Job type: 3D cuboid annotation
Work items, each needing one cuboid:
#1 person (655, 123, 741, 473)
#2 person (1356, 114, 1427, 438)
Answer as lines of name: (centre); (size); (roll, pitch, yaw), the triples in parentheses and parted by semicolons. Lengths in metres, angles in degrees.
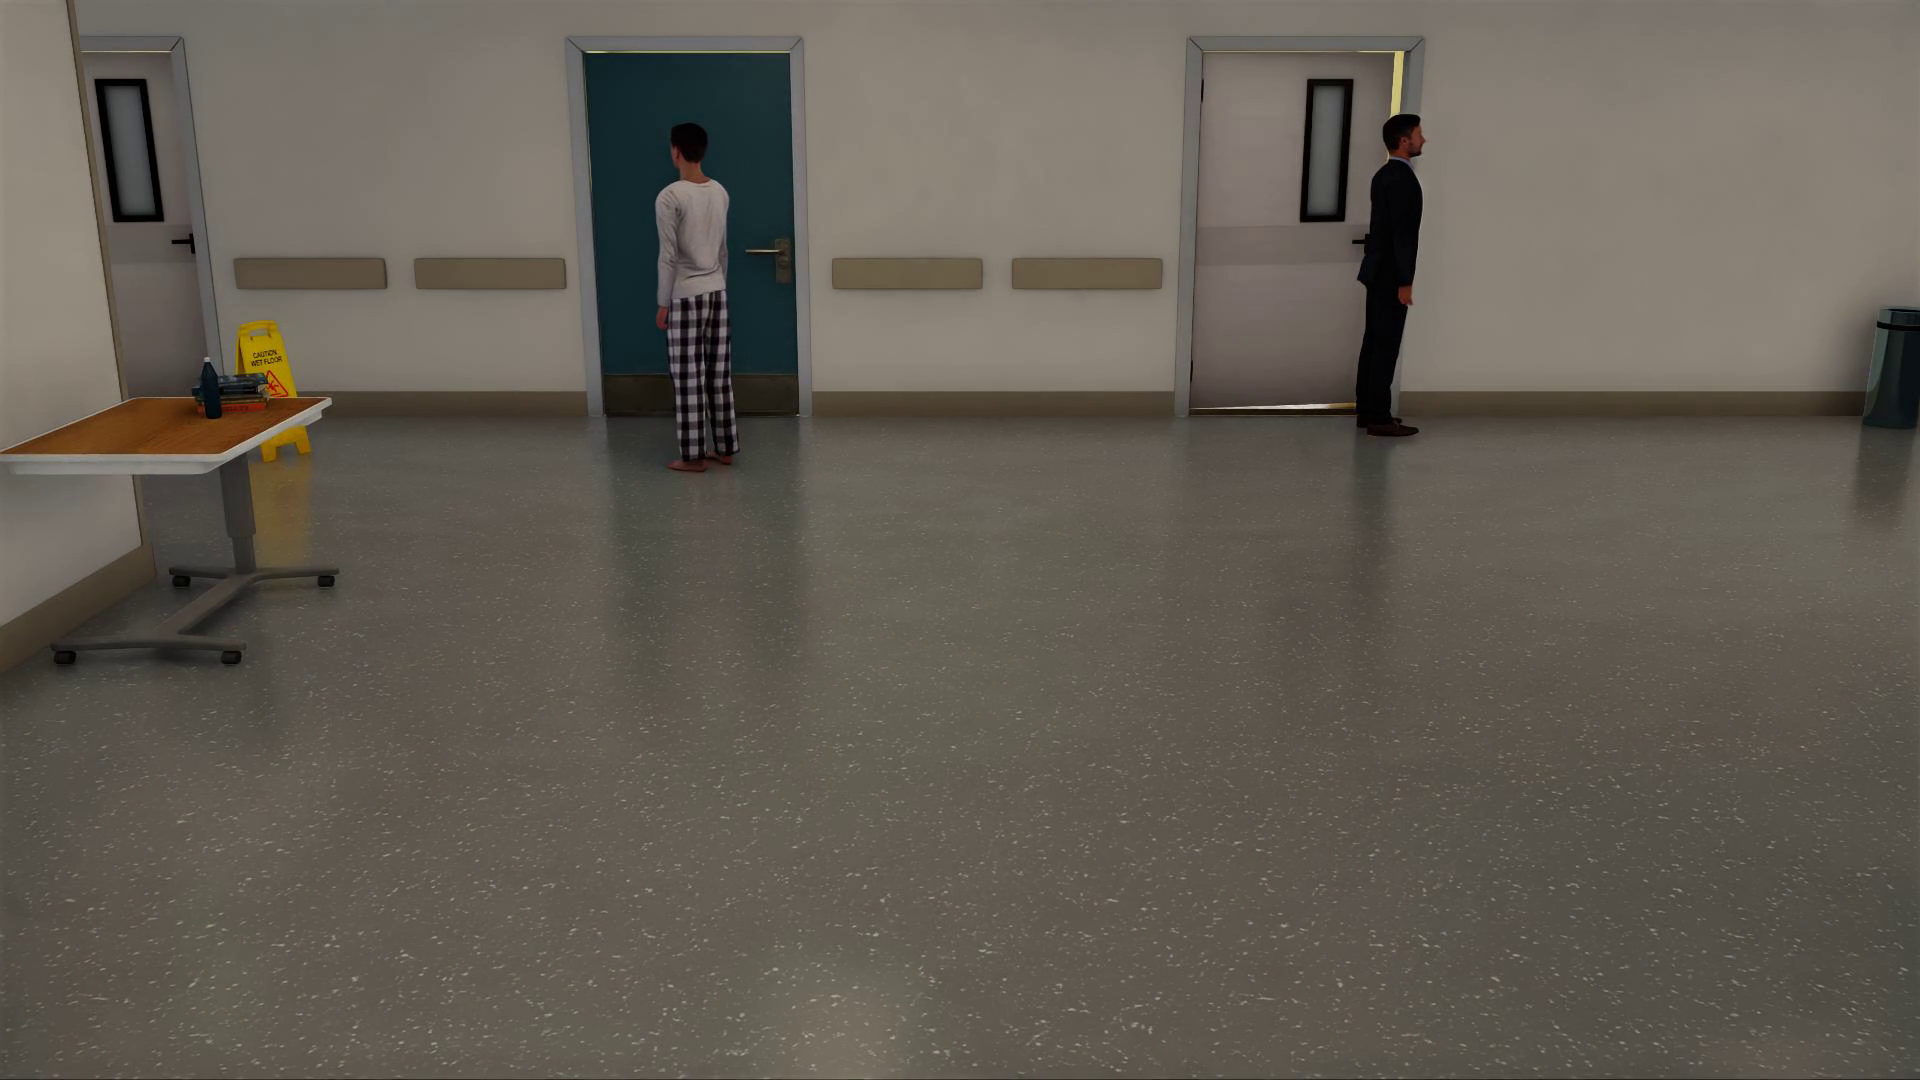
person: (-1.415, -1.297, 8.947); (0.740, 1.847, 0.699); (13, 20, 39)
person: (2.558, -1.569, 9.873); (0.589, 1.868, 0.636); (-1, 16, -3)
